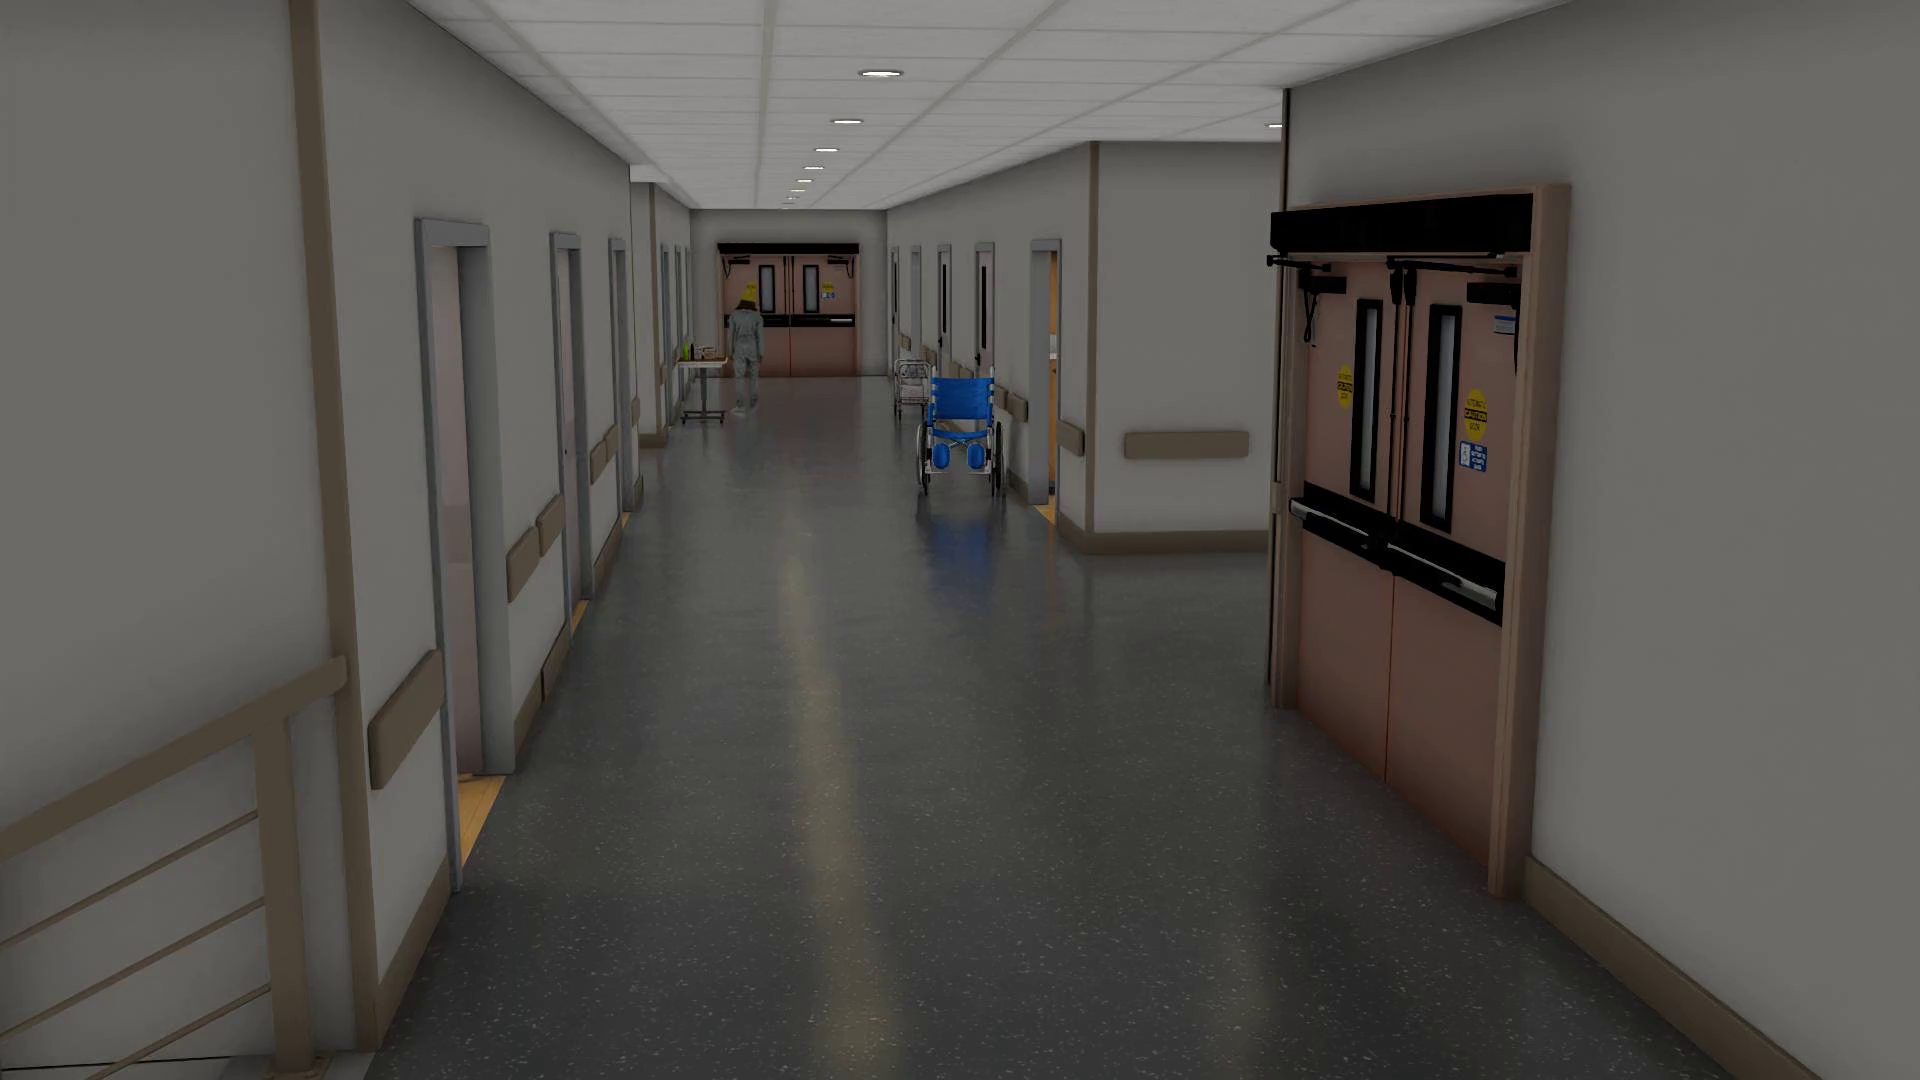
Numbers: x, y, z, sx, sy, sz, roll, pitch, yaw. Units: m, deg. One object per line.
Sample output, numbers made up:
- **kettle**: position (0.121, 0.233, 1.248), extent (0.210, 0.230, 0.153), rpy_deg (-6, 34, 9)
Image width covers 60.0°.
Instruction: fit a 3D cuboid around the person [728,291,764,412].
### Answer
- **person**: position (-3.012, -2.651, 23.459), extent (0.504, 1.706, 0.632), rpy_deg (-1, 10, -7)
